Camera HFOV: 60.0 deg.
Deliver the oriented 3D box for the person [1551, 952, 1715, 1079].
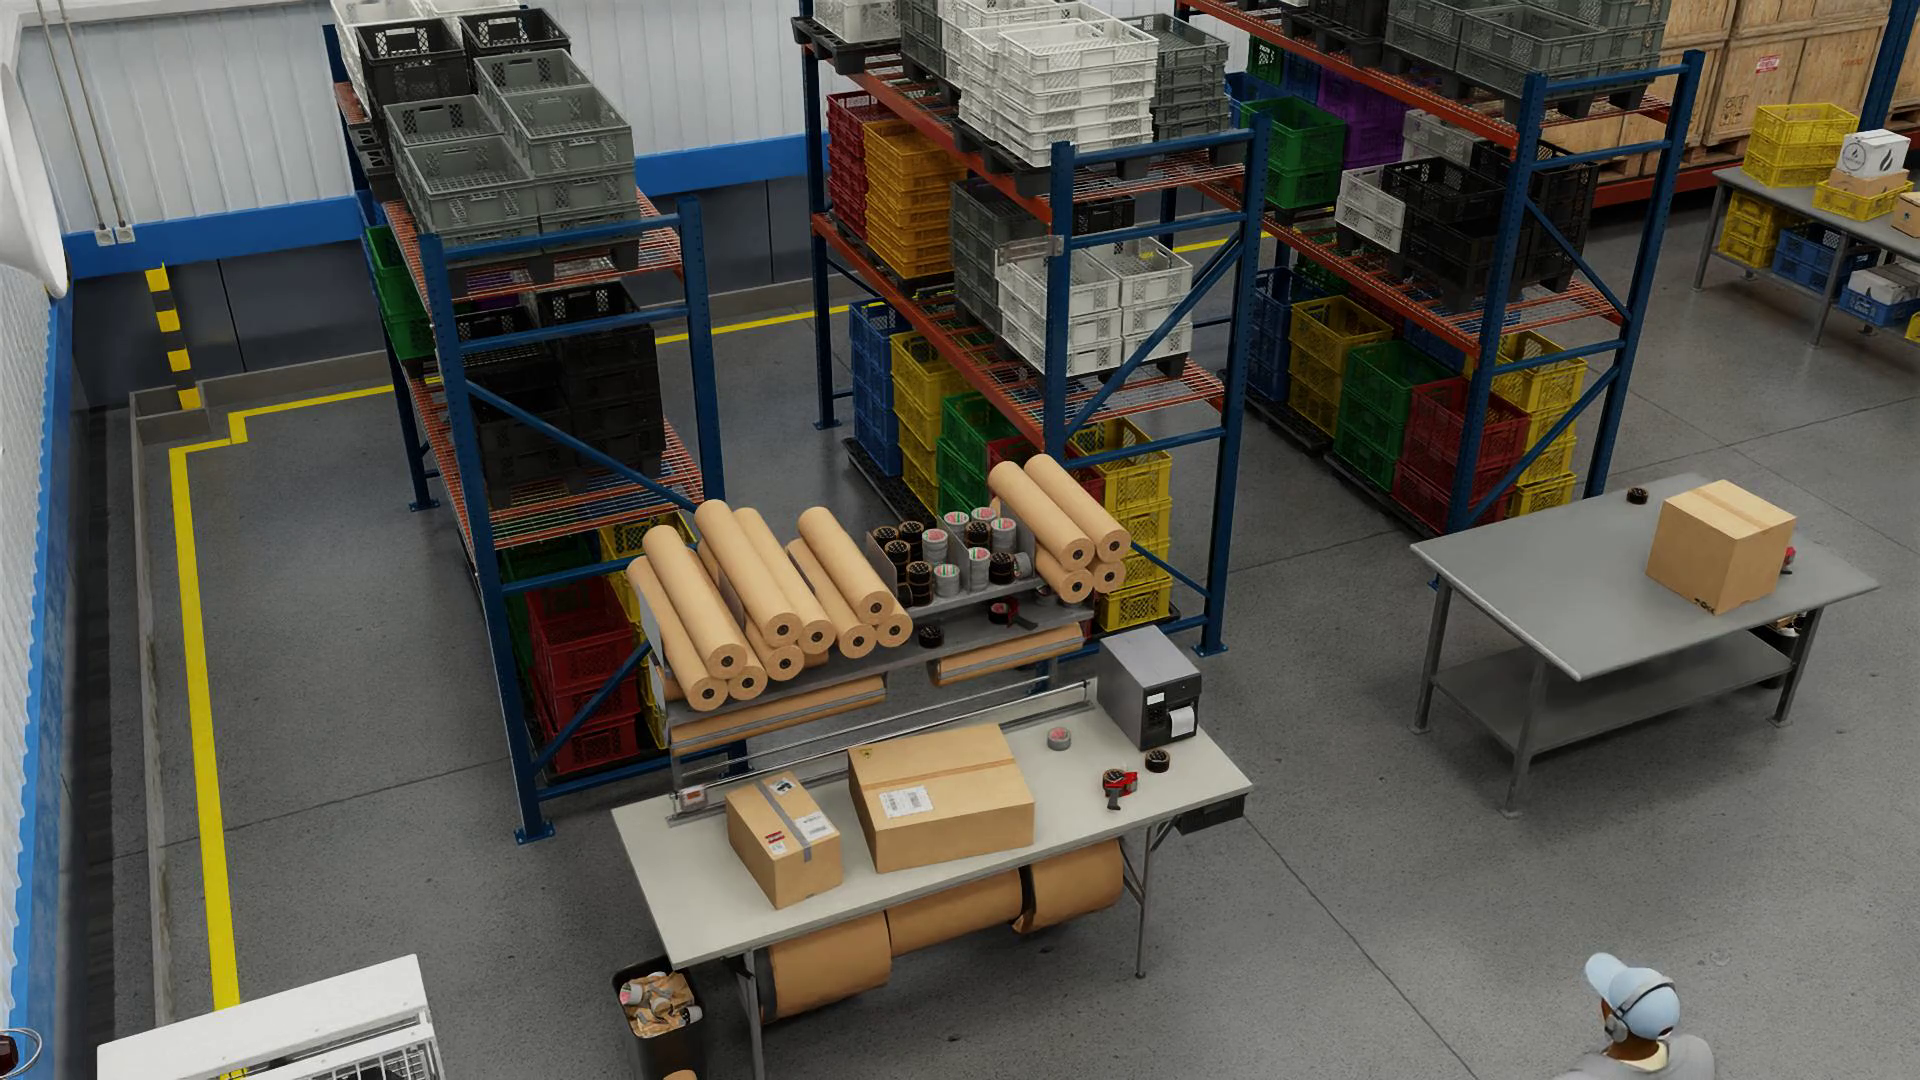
[{"bbox_3d":[1.958,2.009,5.197,0.588,1.852,0.374,-13,34,-19],"label":"person"}]
